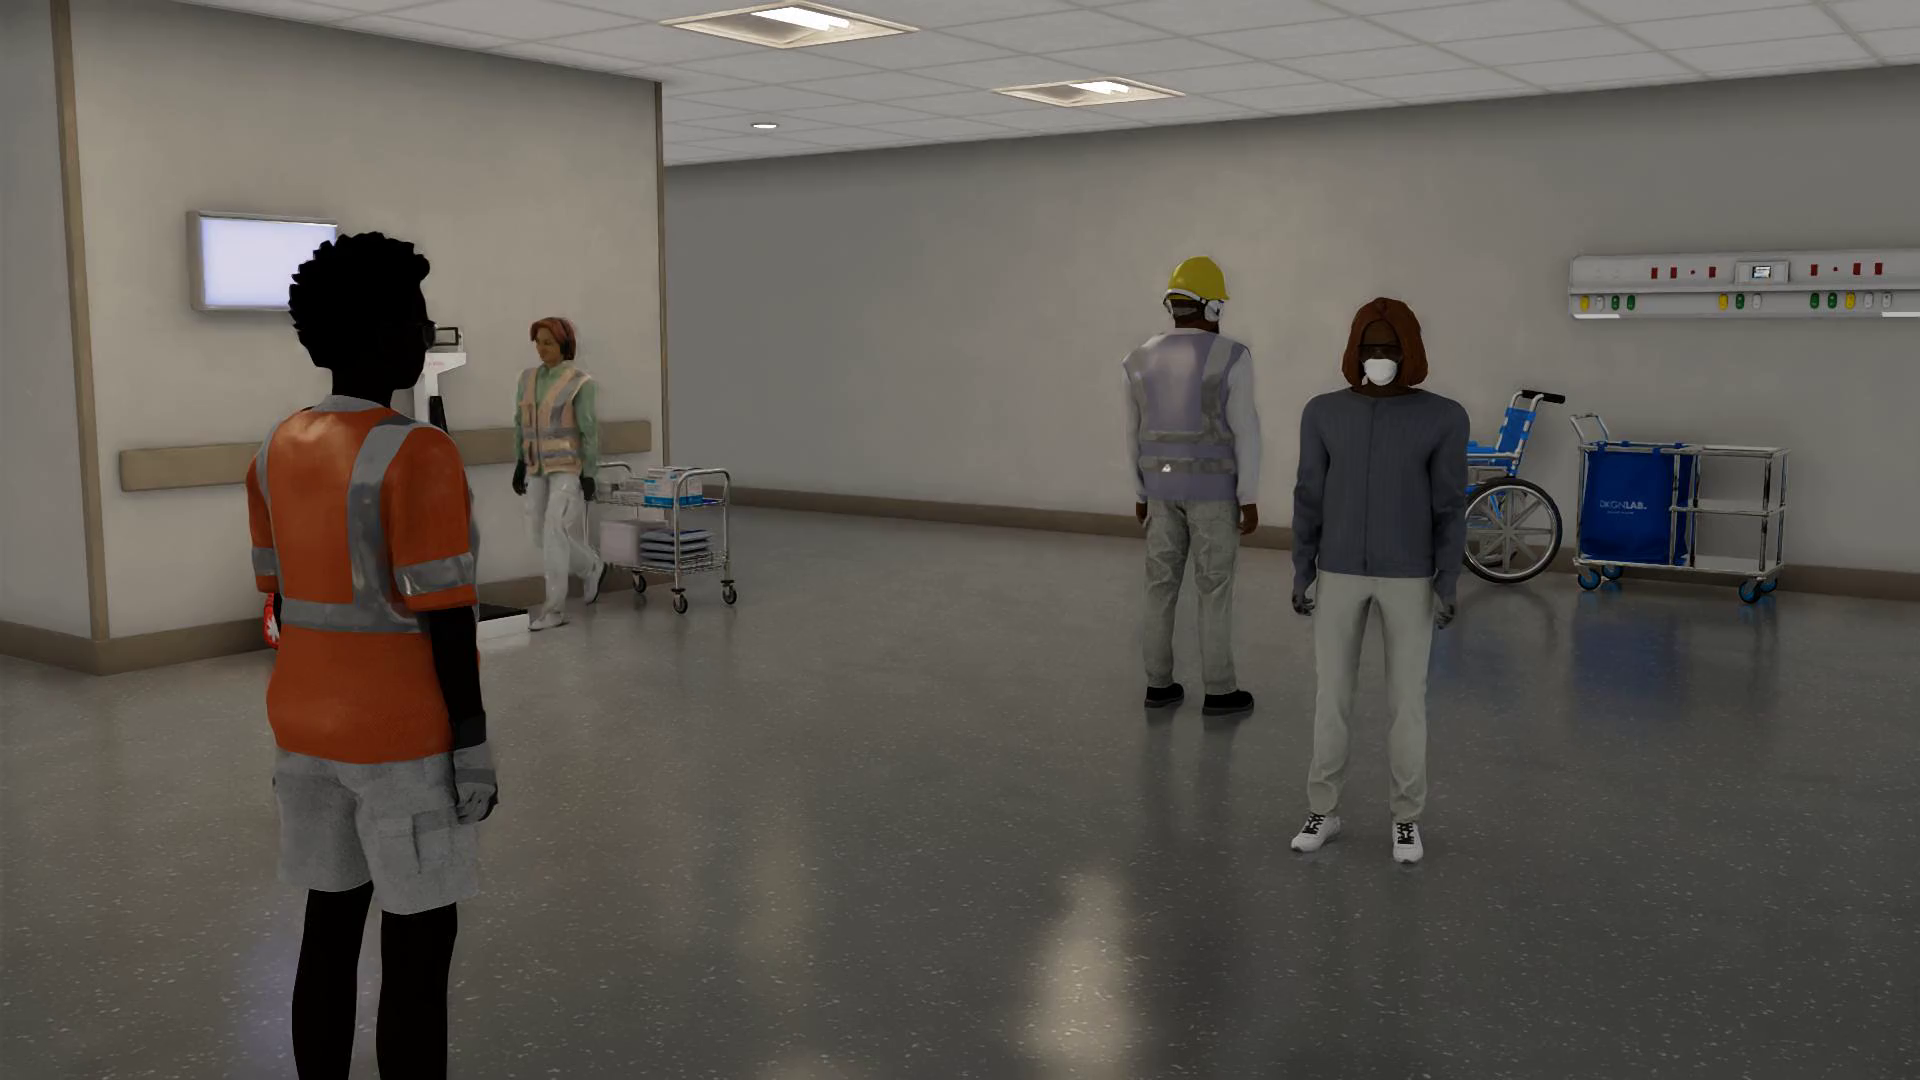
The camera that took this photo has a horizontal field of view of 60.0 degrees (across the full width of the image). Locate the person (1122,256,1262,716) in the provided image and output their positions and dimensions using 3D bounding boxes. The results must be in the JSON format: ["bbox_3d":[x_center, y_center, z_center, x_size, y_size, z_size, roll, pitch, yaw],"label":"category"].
[{"bbox_3d":[0.945,-0.213,6.689,0.589,1.833,0.404,5,9,35],"label":"person"}]

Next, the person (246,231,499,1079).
[{"bbox_3d":[-0.988,0.333,2.848,0.534,1.697,0.318,5,9,35],"label":"person"}]

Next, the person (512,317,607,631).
[{"bbox_3d":[-2.073,-0.360,8.739,0.519,1.614,0.632,5,8,33],"label":"person"}]

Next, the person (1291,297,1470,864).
[{"bbox_3d":[1.208,0.117,4.838,0.497,1.633,0.288,3,8,23],"label":"person"}]
